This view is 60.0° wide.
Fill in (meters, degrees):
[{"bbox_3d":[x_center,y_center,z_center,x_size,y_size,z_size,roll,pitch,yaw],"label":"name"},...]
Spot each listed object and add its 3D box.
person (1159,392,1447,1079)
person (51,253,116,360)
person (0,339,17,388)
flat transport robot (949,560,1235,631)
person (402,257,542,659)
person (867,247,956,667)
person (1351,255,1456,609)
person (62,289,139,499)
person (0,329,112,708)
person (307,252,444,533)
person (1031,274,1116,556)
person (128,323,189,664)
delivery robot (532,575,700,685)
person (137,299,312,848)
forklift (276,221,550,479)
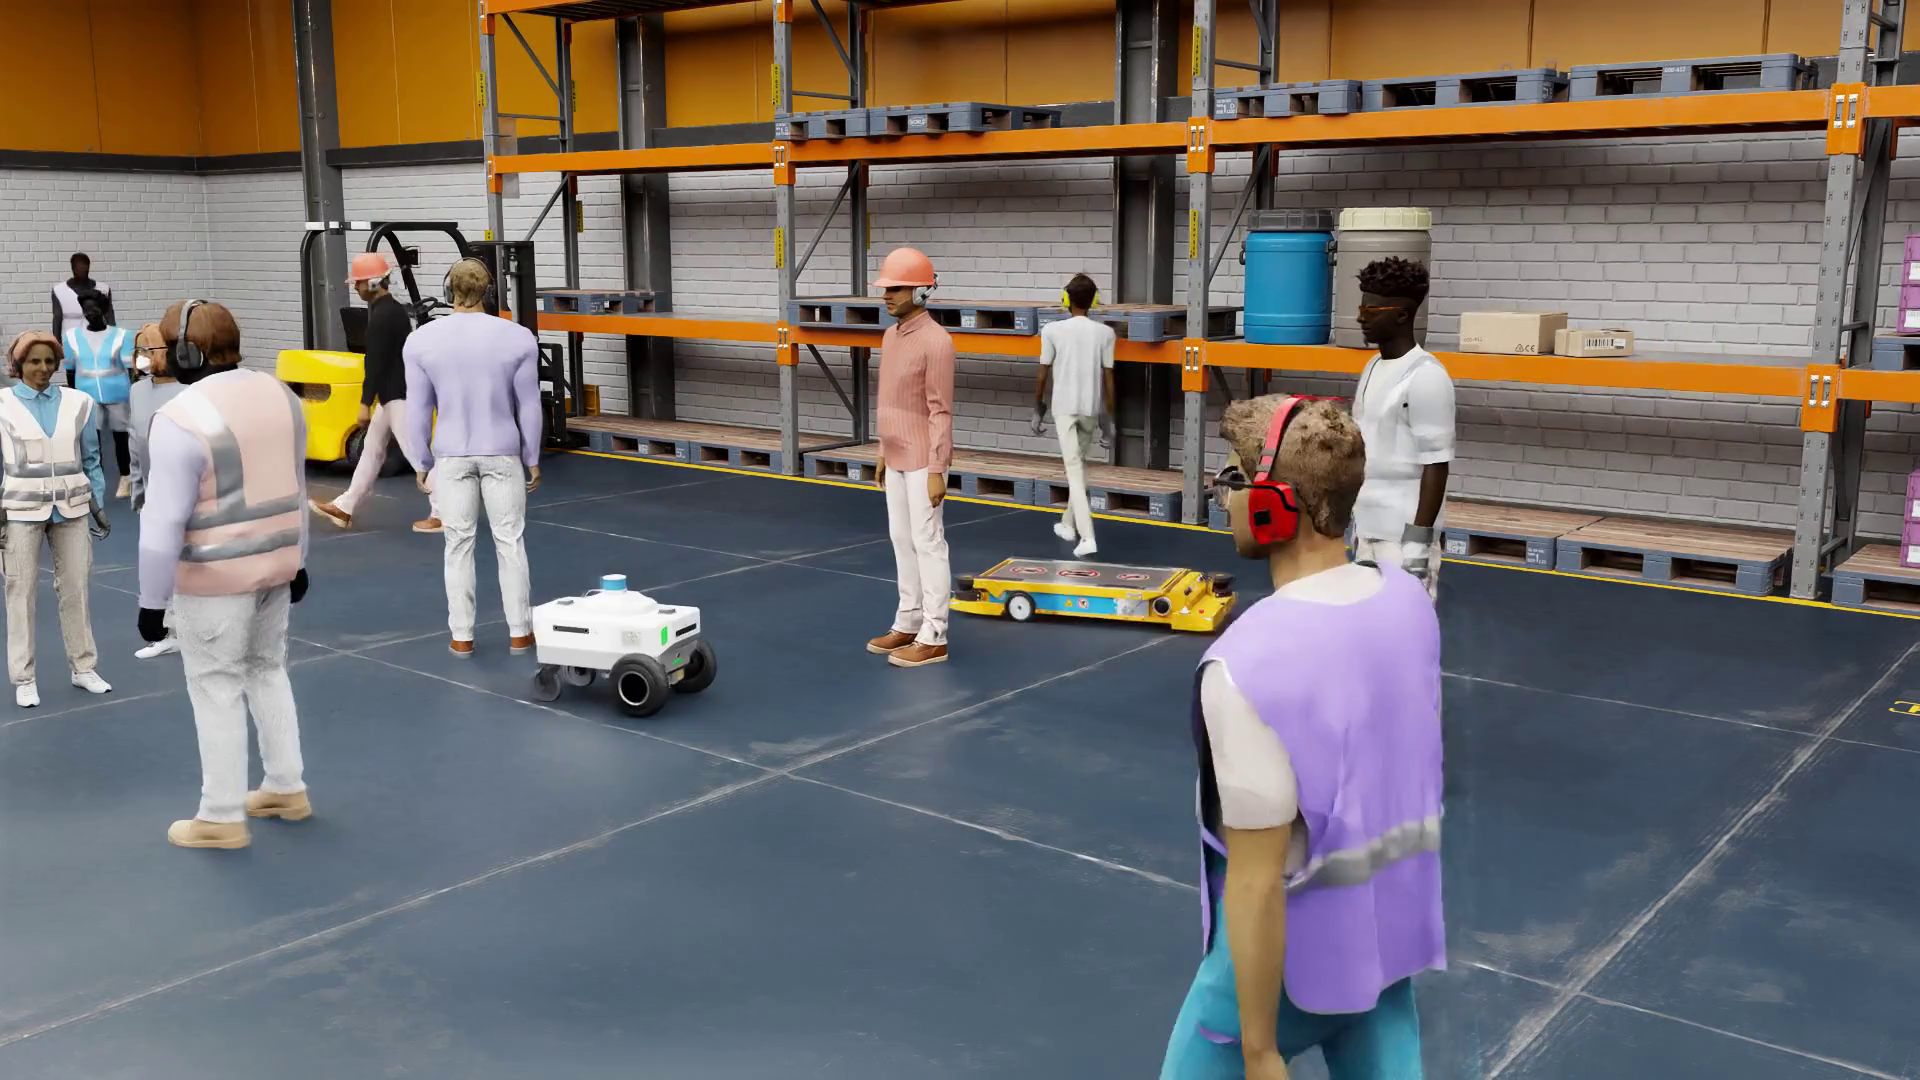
[{"bbox_3d":[0.571,0.665,2.647,0.572,1.804,0.981,-9,13,-40],"label":"person"},{"bbox_3d":[-9.582,-2.194,18.208,0.629,1.894,0.650,-6,12,-30],"label":"person"},{"bbox_3d":[-11.363,-2.329,19.446,0.484,1.710,0.808,8,13,38],"label":"person"},{"bbox_3d":[0.722,0.277,8.998,1.431,0.197,0.652,4,11,19],"label":"flat transport robot"},{"bbox_3d":[-2.340,-0.387,8.058,0.628,1.939,0.374,-2,10,-12],"label":"person"},{"bbox_3d":[-0.232,-0.389,7.949,0.400,1.990,0.616,-5,12,-27],"label":"person"},{"bbox_3d":[1.609,-0.064,6.190,0.369,1.965,0.609,-1,10,-8],"label":"person"},{"bbox_3d":[-6.551,-1.087,12.719,0.551,1.644,0.861,-3,11,-16],"label":"person"},{"bbox_3d":[-4.015,-0.101,7.308,0.310,1.637,0.514,9,14,41],"label":"person"},{"bbox_3d":[-3.991,-0.986,11.392,1.046,1.926,0.630,-2,10,-9],"label":"person"},{"bbox_3d":[0.762,-0.823,10.867,0.505,1.819,1.025,-3,11,-16],"label":"person"},{"bbox_3d":[-3.780,-0.222,7.984,0.498,1.634,0.284,5,11,24],"label":"person"},{"bbox_3d":[-1.509,0.396,7.297,0.707,0.478,0.477,4,11,20],"label":"delivery robot"},{"bbox_3d":[-2.437,0.124,5.527,0.455,1.833,0.662,3,11,16],"label":"person"},{"bbox_3d":[-4.922,-1.741,14.854,1.214,2.155,2.313,8,13,38],"label":"forklift"}]
